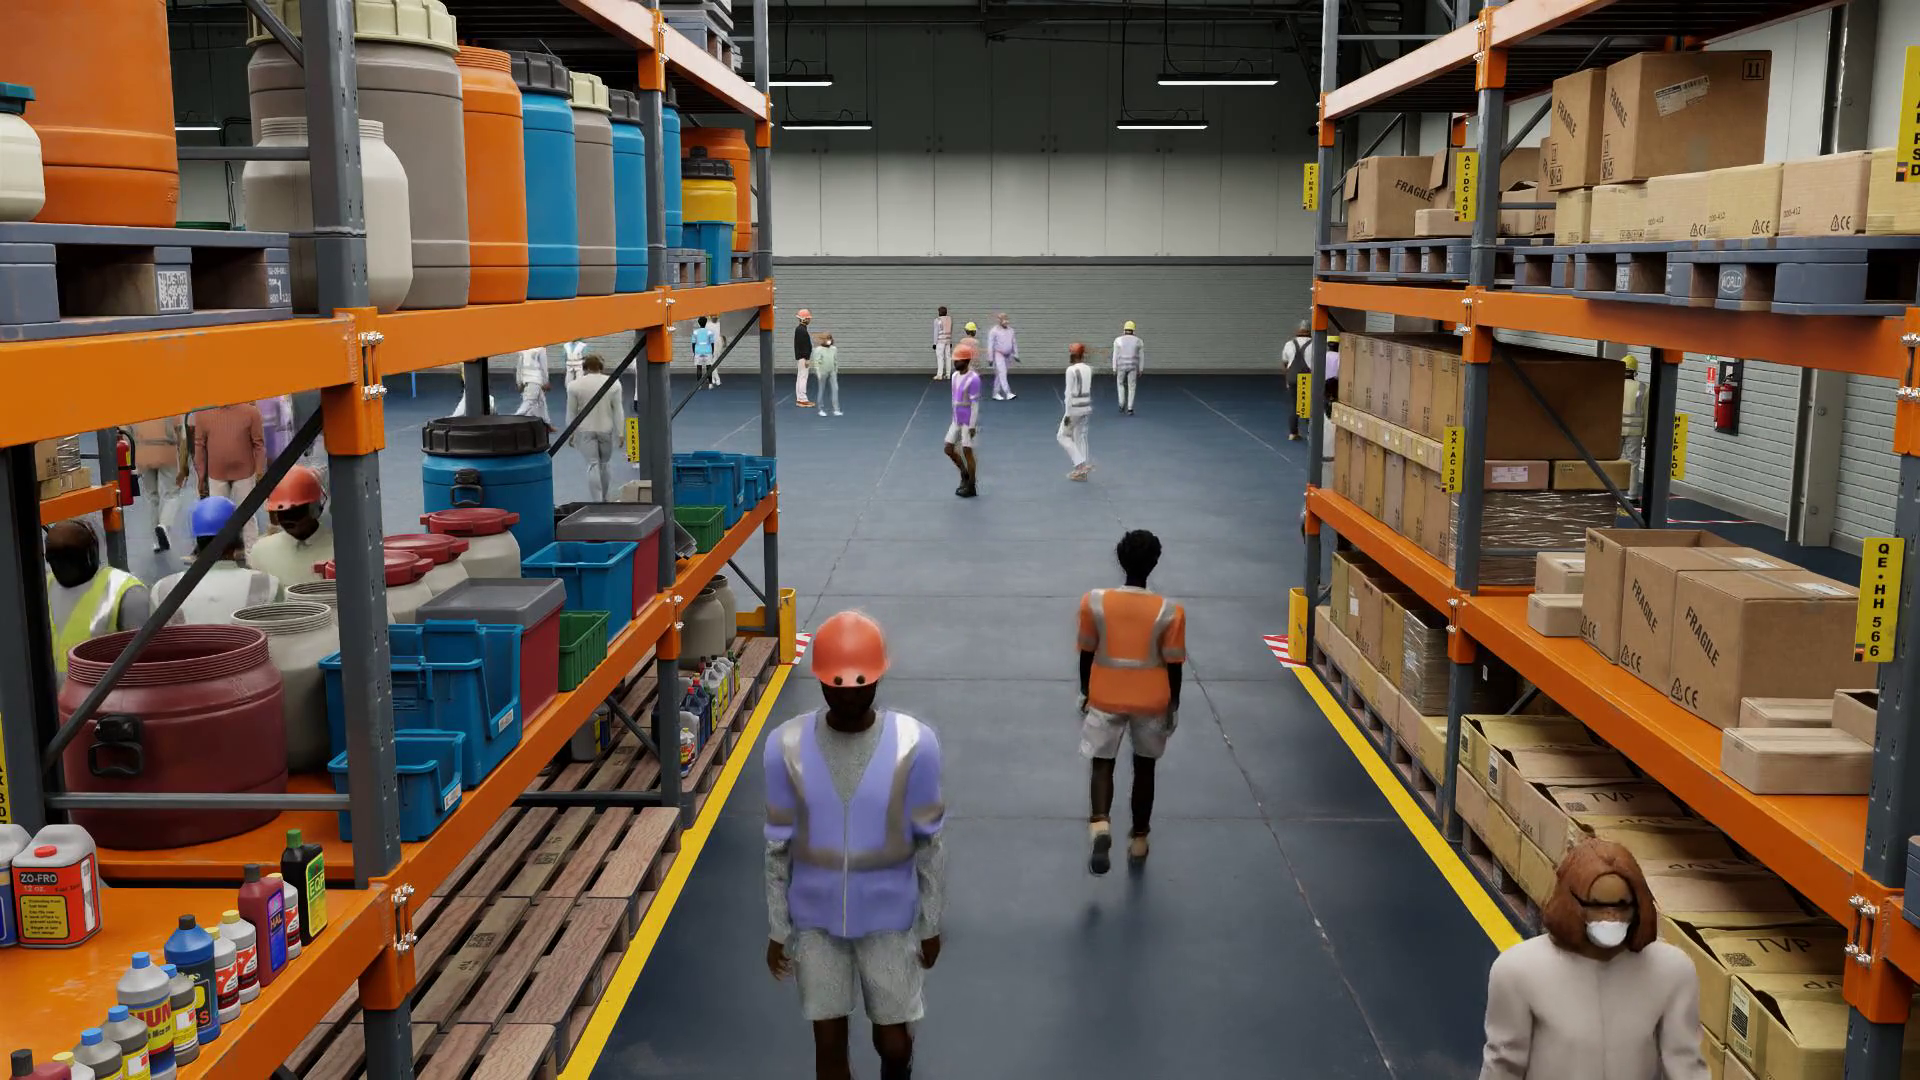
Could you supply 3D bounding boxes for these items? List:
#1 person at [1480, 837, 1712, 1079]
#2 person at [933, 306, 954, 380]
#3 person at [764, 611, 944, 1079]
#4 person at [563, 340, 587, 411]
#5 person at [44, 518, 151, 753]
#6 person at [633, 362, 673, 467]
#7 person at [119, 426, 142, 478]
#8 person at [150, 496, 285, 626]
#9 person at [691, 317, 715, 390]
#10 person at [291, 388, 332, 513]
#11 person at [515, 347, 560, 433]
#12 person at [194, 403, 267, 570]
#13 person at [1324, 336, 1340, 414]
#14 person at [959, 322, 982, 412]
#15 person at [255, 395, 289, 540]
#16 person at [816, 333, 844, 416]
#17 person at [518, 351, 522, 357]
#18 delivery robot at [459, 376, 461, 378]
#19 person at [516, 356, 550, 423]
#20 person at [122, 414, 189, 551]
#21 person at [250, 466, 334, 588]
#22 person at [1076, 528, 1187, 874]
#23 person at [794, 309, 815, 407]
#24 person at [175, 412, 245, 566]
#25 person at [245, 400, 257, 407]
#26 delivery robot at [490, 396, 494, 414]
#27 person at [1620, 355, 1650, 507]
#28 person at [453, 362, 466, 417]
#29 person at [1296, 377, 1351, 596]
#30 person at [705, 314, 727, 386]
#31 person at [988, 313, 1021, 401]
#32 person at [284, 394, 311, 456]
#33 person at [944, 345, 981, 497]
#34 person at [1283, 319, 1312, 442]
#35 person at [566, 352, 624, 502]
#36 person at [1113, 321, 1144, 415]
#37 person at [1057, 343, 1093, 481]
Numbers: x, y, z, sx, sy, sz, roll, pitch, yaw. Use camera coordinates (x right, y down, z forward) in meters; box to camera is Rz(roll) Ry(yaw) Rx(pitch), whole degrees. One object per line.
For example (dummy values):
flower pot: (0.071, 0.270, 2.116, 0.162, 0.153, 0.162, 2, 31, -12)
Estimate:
person: (1.529, 1.506, 3.966, 0.504, 1.594, 0.830, 0, 9, -2)
person: (-0.443, -4.997, 42.175, 0.629, 1.843, 0.429, -8, 13, -41)
person: (-0.325, 1.138, 5.179, 0.551, 1.921, 0.551, 1, 9, 4)
person: (-7.672, -3.398, 33.247, 0.519, 1.628, 0.413, 2, 10, 11)
person: (-3.977, 0.809, 7.468, 0.661, 1.814, 0.683, 2, 10, 12)
person: (-4.375, -2.013, 24.152, 0.908, 1.878, 0.632, -9, 13, -43)
person: (-11.295, -1.766, 22.646, 0.916, 1.898, 0.552, 7, 12, 38)
person: (-3.370, 0.748, 7.615, 0.614, 1.902, 1.002, -3, 10, -15)
person: (-5.976, -4.350, 38.729, 0.539, 1.695, 0.318, -1, 10, -7)
person: (-7.474, -1.204, 19.356, 0.630, 1.888, 1.045, 3, 10, 17)
person: (-7.376, -2.735, 28.517, 1.020, 1.900, 0.603, -9, 13, -42)
person: (-6.798, -0.621, 15.521, 0.634, 1.991, 0.445, -2, 10, -10)
person: (5.633, -2.201, 25.169, 0.591, 1.925, 0.378, 5, 11, 30)
person: (0.204, -3.444, 33.092, 0.319, 1.769, 0.523, -8, 13, -41)
person: (-7.184, -0.955, 17.429, 0.573, 2.029, 0.610, -2, 10, -11)
person: (-2.503, -3.164, 31.899, 0.523, 1.603, 0.750, -7, 12, -36)
person: (-9.922, -4.358, 38.417, 0.541, 1.819, 0.972, -1, 10, -7)
delivery robot: (-11.241, -3.825, 38.072, 0.335, 0.223, 0.698, -6, 11, -31)
person: (-7.478, -2.686, 29.036, 0.781, 1.612, 0.523, 4, 10, 24)
person: (-8.162, -0.808, 16.872, 0.592, 1.901, 0.642, -2, 10, -14)
person: (-3.161, 0.613, 8.178, 0.624, 1.969, 0.491, -1, 10, -6)
person: (0.815, 0.786, 8.011, 0.546, 1.678, 0.636, 2, 10, 11)
person: (-3.215, -3.752, 34.256, 0.382, 1.993, 0.622, -3, 10, -17)
person: (-7.433, -0.651, 16.264, 0.497, 1.794, 0.924, 6, 11, 31)
person: (-8.769, -1.335, 20.041, 0.636, 1.911, 0.405, -2, 10, -10)
delivery robot: (-8.991, -2.584, 31.412, 0.477, 0.478, 0.707, -2, 10, -14)
person: (8.068, -1.321, 20.177, 0.590, 1.833, 0.404, 5, 11, 26)
person: (-8.732, -2.894, 29.742, 0.974, 1.803, 0.636, -7, 12, -35)
person: (3.216, -0.454, 14.621, 0.657, 1.947, 0.634, -9, 13, -42)
person: (-5.955, -4.694, 40.431, 0.511, 1.829, 0.948, -5, 11, -26)
person: (0.996, -3.893, 35.527, 0.643, 1.857, 0.991, -9, 13, -43)
person: (-9.931, -2.092, 24.530, 0.545, 1.923, 0.702, 3, 10, 18)
person: (0.032, -1.506, 21.023, 0.418, 1.919, 0.580, -7, 12, -35)
person: (5.731, -2.643, 27.605, 0.724, 2.000, 0.535, 6, 11, 33)
person: (-4.331, -1.270, 19.670, 0.656, 1.896, 0.957, -4, 10, -20)
person: (3.296, -3.376, 32.558, 0.623, 1.805, 0.686, 1, 9, 3)
person: (1.564, -1.740, 22.576, 0.419, 1.868, 0.605, 7, 12, 35)
